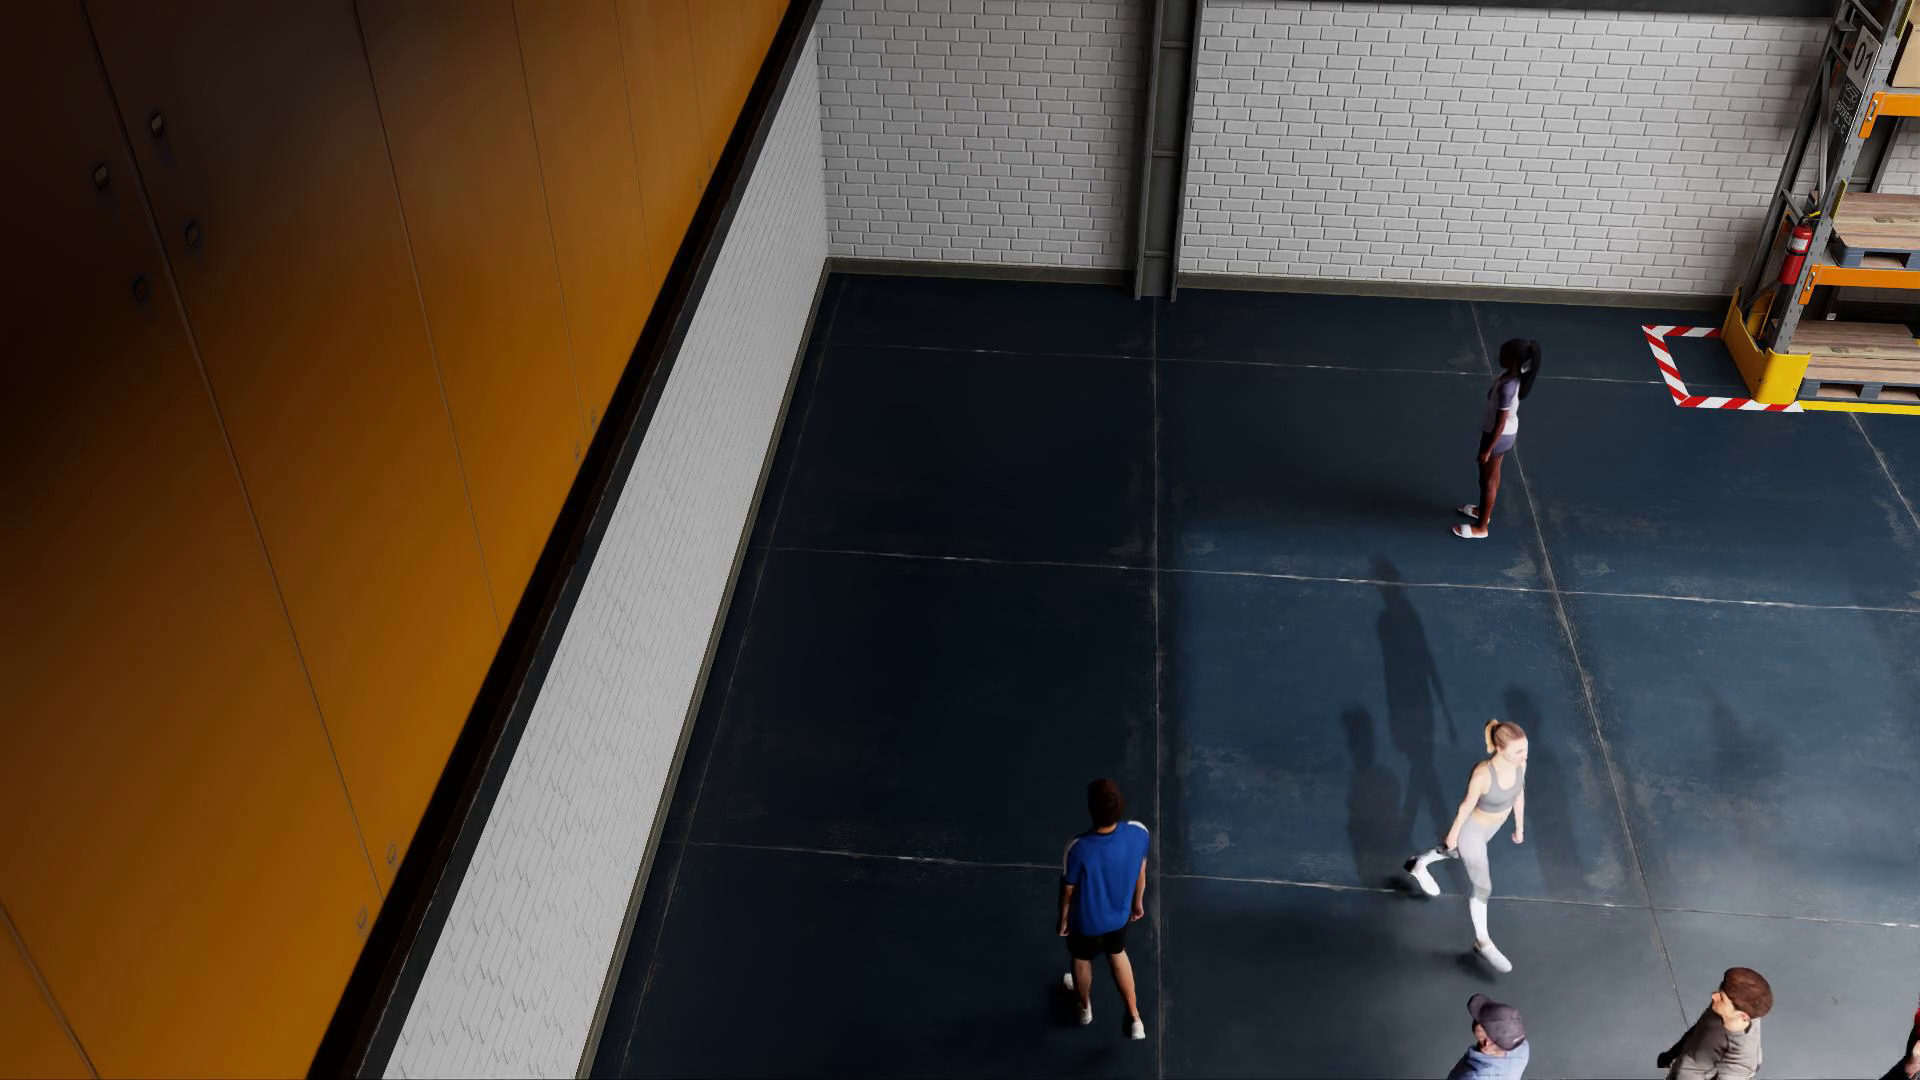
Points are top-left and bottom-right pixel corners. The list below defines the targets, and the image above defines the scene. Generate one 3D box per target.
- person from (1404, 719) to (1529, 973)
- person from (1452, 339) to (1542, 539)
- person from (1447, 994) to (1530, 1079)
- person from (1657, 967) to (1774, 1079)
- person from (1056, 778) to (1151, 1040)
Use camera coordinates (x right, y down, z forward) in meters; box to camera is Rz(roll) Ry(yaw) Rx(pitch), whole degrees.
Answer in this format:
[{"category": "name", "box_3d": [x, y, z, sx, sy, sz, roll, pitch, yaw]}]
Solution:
[{"category": "person", "box_3d": [2.944, 1.620, 9.633, 1.117, 1.660, 1.111, -23, 44, -27]}, {"category": "person", "box_3d": [4.062, -0.781, 12.583, 0.664, 1.730, 0.674, 15, 41, 18]}, {"category": "person", "box_3d": [2.480, 2.883, 7.911, 1.187, 1.836, 1.208, -25, 45, -28]}, {"category": "person", "box_3d": [3.658, 2.709, 8.107, 1.162, 1.863, 0.847, 12, 40, 14]}, {"category": "person", "box_3d": [0.784, 2.059, 8.933, 1.009, 1.848, 0.978, -15, 41, -18]}]
